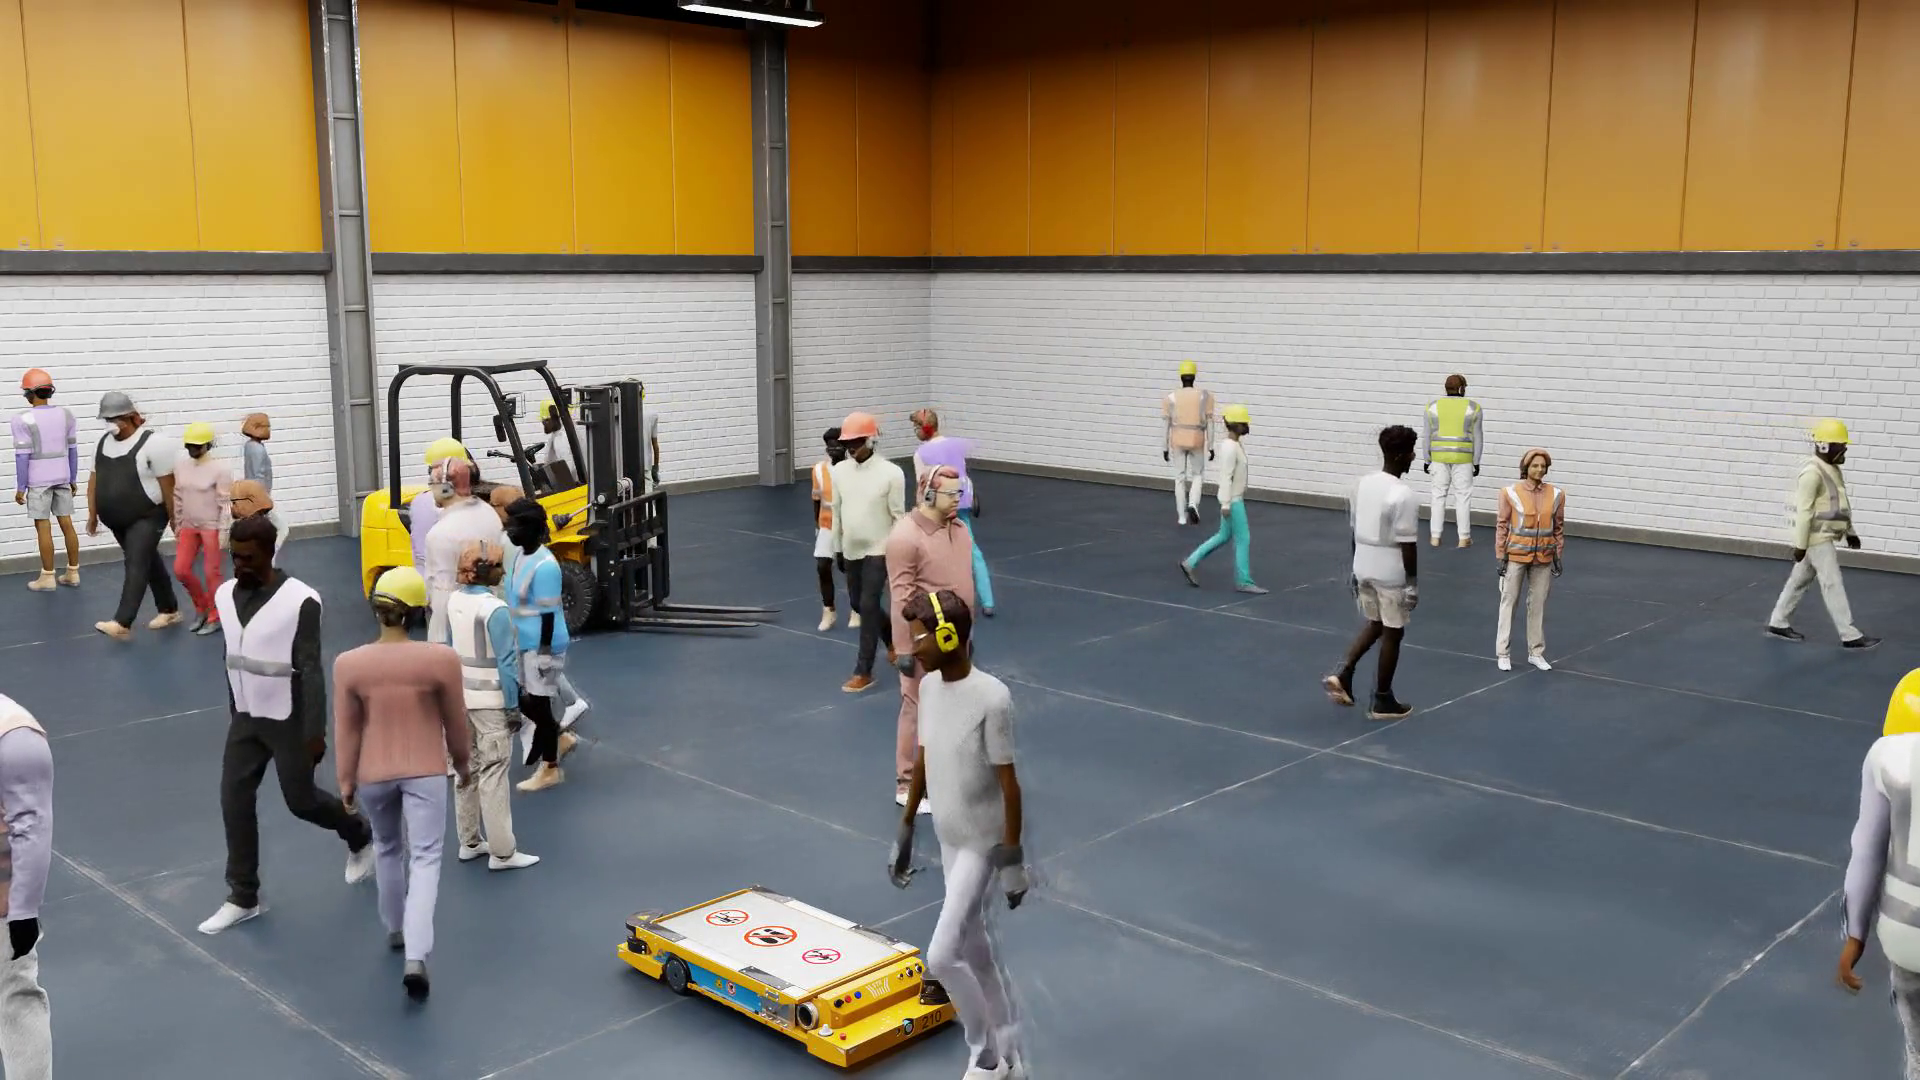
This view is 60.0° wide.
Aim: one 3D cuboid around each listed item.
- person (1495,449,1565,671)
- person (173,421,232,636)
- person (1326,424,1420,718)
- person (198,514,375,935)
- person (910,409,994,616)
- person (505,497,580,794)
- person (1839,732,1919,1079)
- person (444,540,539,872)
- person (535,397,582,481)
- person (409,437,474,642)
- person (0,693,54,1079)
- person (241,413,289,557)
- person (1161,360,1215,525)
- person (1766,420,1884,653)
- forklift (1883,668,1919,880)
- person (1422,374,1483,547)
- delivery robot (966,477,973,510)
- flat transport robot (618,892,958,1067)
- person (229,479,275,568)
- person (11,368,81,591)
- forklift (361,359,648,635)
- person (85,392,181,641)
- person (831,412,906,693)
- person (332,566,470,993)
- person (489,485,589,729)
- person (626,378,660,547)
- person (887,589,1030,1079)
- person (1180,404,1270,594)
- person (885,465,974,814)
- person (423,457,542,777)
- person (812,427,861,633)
[{"bbox_3d":[4.181,0.146,12.233,0.514,1.645,0.308,-1,9,-4],"label":"person"},{"bbox_3d":[-6.074,-0.088,13.332,0.546,1.739,0.398,2,9,11],"label":"person"},{"bbox_3d":[2.738,0.215,10.859,0.484,1.951,0.627,-4,10,-24],"label":"person"},{"bbox_3d":[-3.089,0.783,7.614,0.601,1.878,0.871,4,10,25],"label":"person"},{"bbox_3d":[-0.099,-0.217,14.104,0.870,1.776,0.622,9,13,44],"label":"person"},{"bbox_3d":[-2.392,0.588,9.379,0.380,1.681,0.546,-6,11,-34],"label":"person"},{"bbox_3d":[3.030,1.197,5.016,0.632,1.896,1.026,9,13,43],"label":"person"},{"bbox_3d":[-2.339,0.810,8.184,0.513,1.637,0.313,8,12,41],"label":"person"},{"bbox_3d":[-3.763,-0.430,15.344,0.937,1.772,0.623,-1,9,-3],"label":"person"},{"bbox_3d":[-3.133,0.334,10.211,0.584,1.928,0.374,9,13,44],"label":"person"},{"bbox_3d":[-3.229,1.163,5.401,0.621,1.841,0.429,4,10,21],"label":"person"},{"bbox_3d":[-6.493,-0.380,15.533,0.398,1.622,0.503,-7,12,-37],"label":"person"},{"bbox_3d":[2.614,-1.107,19.079,0.617,1.913,0.447,1,9,9],"label":"person"},{"bbox_3d":[6.765,-0.041,12.941,0.865,1.789,0.594,7,12,36],"label":"person"},{"bbox_3d":[5.205,0.723,7.013,2.313,2.155,1.214,9,13,43],"label":"forklift"},{"bbox_3d":[5.236,-0.841,17.698,0.624,1.838,0.430,4,10,24],"label":"person"},{"bbox_3d":[-0.029,-0.618,19.955,0.477,0.478,0.707,-1,9,-3],"label":"delivery robot"},{"bbox_3d":[-0.708,1.722,6.767,1.431,0.197,0.652,9,13,43],"label":"flat transport robot"},{"bbox_3d":[-4.450,0.425,10.554,0.267,1.632,0.507,-5,10,-27],"label":"person"},{"bbox_3d":[-8.400,-0.553,15.285,0.365,2.048,0.608,4,10,25],"label":"person"},{"bbox_3d":[-3.850,-0.407,13.936,2.313,2.155,1.214,2,9,11],"label":"forklift"},{"bbox_3d":[-6.681,-0.232,13.332,0.691,2.000,1.049,3,10,20],"label":"person"},{"bbox_3d":[-0.618,0.048,11.884,0.619,1.964,0.896,5,11,30],"label":"person"},{"bbox_3d":[-2.325,0.974,6.904,0.519,1.731,0.856,-1,9,-5],"label":"person"},{"bbox_3d":[-2.773,0.445,10.521,0.773,1.611,0.501,2,9,12],"label":"person"},{"bbox_3d":[-3.242,-0.681,16.611,0.513,1.871,0.329,-7,12,-36],"label":"person"},{"bbox_3d":[-0.012,1.086,5.860,0.531,1.833,0.550,-5,11,-30],"label":"person"},{"bbox_3d":[2.422,-0.382,15.179,0.779,1.742,0.527,3,10,15],"label":"person"},{"bbox_3d":[-0.122,0.533,9.088,0.402,1.898,0.643,7,12,37],"label":"person"},{"bbox_3d":[-2.822,0.454,9.578,0.723,1.887,0.651,2,10,15],"label":"person"},{"bbox_3d":[-0.969,-0.074,13.481,0.548,1.670,0.614,2,9,12],"label":"person"}]
